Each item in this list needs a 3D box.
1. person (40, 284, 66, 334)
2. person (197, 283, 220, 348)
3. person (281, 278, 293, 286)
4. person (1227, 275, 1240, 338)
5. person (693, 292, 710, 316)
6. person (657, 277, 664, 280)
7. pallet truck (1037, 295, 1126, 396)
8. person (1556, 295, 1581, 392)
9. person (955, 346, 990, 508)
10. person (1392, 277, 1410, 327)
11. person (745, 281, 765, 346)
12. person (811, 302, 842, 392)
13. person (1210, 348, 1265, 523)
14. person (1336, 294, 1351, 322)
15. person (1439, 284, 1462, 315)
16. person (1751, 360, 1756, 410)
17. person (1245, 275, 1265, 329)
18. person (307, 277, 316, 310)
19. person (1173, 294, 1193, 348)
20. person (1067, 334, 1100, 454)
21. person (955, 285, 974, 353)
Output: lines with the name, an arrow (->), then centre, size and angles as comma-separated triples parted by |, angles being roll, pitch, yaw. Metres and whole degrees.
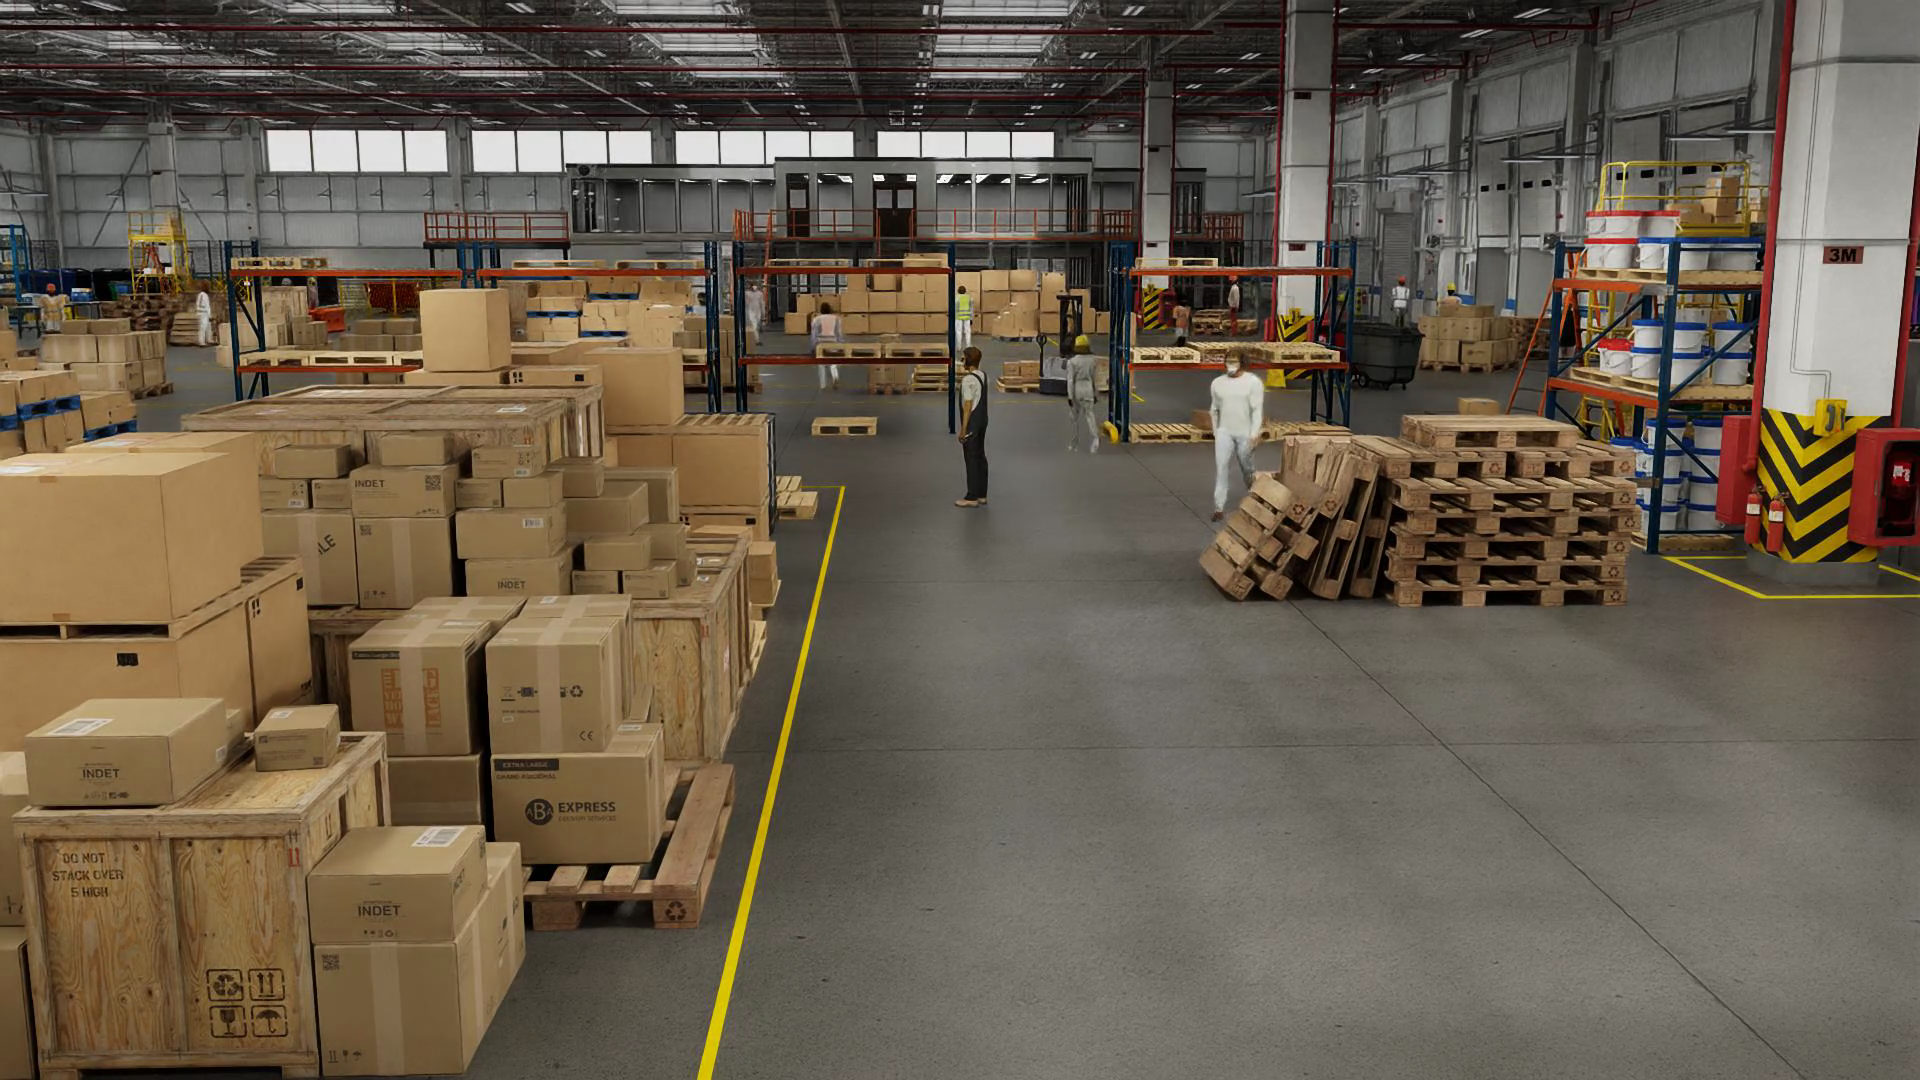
person -> -24.467, -5.951, 44.904 | 0.567, 1.881, 1.003 | -7, 12, -35
person -> -21.481, -6.409, 47.534 | 0.721, 1.853, 0.671 | -7, 13, -36
person -> -18.657, -6.260, 46.191 | 0.536, 2.000, 0.672 | -4, 11, -20
person -> 8.657, -7.415, 52.760 | 0.401, 1.989, 0.623 | 2, 10, 9
person -> -6.112, -4.977, 39.596 | 0.511, 1.852, 0.377 | 1, 10, 4
person -> -9.812, -7.692, 54.623 | 0.618, 1.875, 0.975 | -10, 14, -43
pallet truck -> 2.483, -3.881, 33.060 | 1.885, 1.965, 0.823 | -7, 13, -36
person -> 12.208, -3.955, 33.527 | 0.608, 1.987, 0.403 | -1, 10, -3
person -> 0.145, -1.292, 19.058 | 0.334, 1.845, 0.513 | 6, 12, 29
person -> 14.454, -7.681, 54.558 | 0.545, 1.895, 0.989 | 2, 10, 13
person -> -6.056, -6.662, 48.842 | 0.639, 1.901, 0.976 | -7, 12, -35
person -> -2.698, -3.893, 33.607 | 0.631, 1.826, 0.551 | -4, 11, -21
person -> 3.042, -1.169, 18.269 | 0.632, 1.900, 1.029 | 5, 11, 26
person -> 9.539, -5.304, 41.690 | 0.528, 1.743, 0.699 | -1, 10, -4
person -> 12.935, -5.799, 43.940 | 0.591, 1.927, 0.366 | 2, 10, 11
person -> 10.474, -1.720, 21.381 | 0.577, 1.878, 0.347 | 3, 11, 17
person -> 10.388, -8.301, 57.979 | 0.994, 1.895, 0.630 | 5, 11, 24
person -> -23.201, -8.528, 59.586 | 0.309, 1.772, 0.525 | 1, 10, 5
person -> 5.749, -5.487, 42.876 | 0.538, 1.682, 0.432 | -5, 12, -28
person -> 1.781, -2.098, 23.913 | 0.493, 1.714, 0.785 | -3, 11, -17
person -> 0.059, -6.031, 45.483 | 0.624, 1.841, 0.430 | -4, 11, -19
